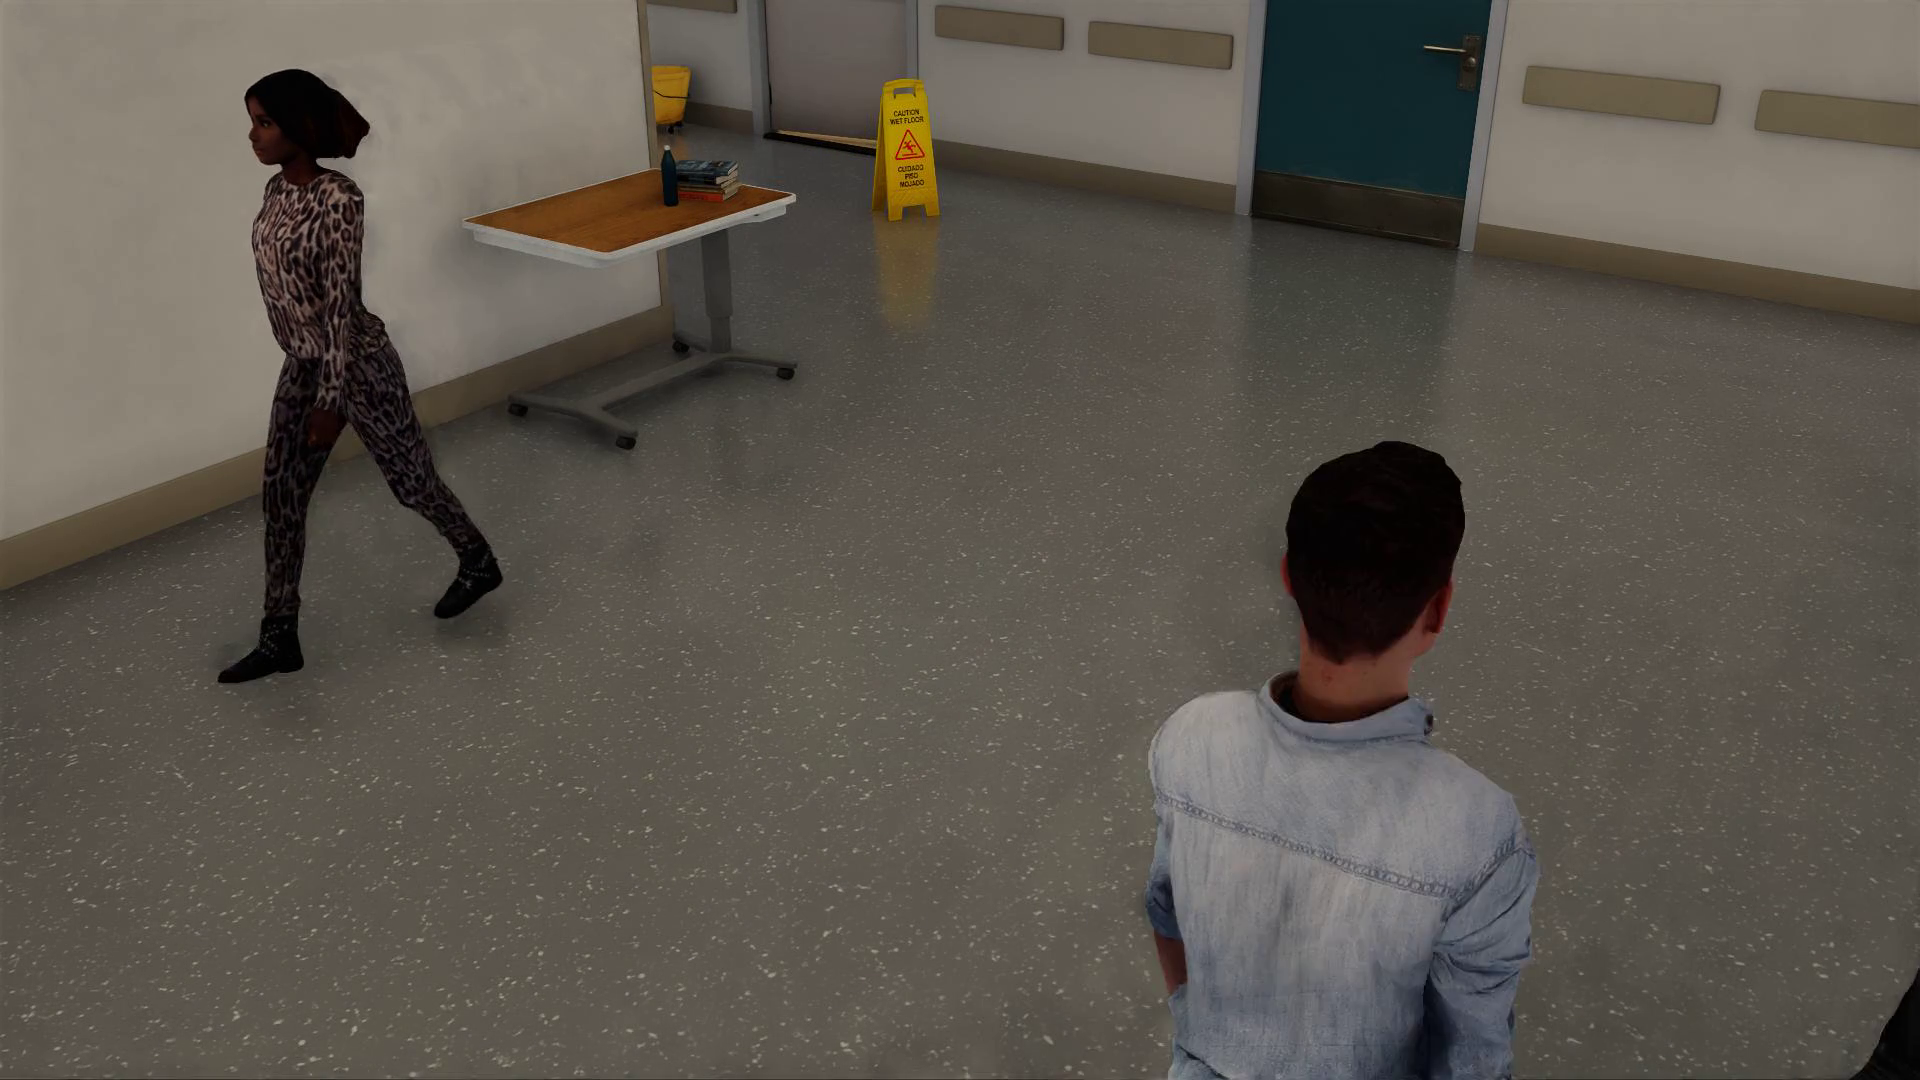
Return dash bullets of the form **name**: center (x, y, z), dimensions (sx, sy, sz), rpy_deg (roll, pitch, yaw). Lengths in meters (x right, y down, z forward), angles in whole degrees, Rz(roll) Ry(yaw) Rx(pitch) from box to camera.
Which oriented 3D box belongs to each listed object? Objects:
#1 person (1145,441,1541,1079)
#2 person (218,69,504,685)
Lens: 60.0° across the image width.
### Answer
- **person**: center (0.364, 0.791, 1.974), dimensions (0.845, 1.831, 0.747), rpy_deg (19, 32, 34)
- **person**: center (-1.665, -0.445, 4.723), dimensions (1.061, 1.669, 0.624), rpy_deg (18, 31, 32)
